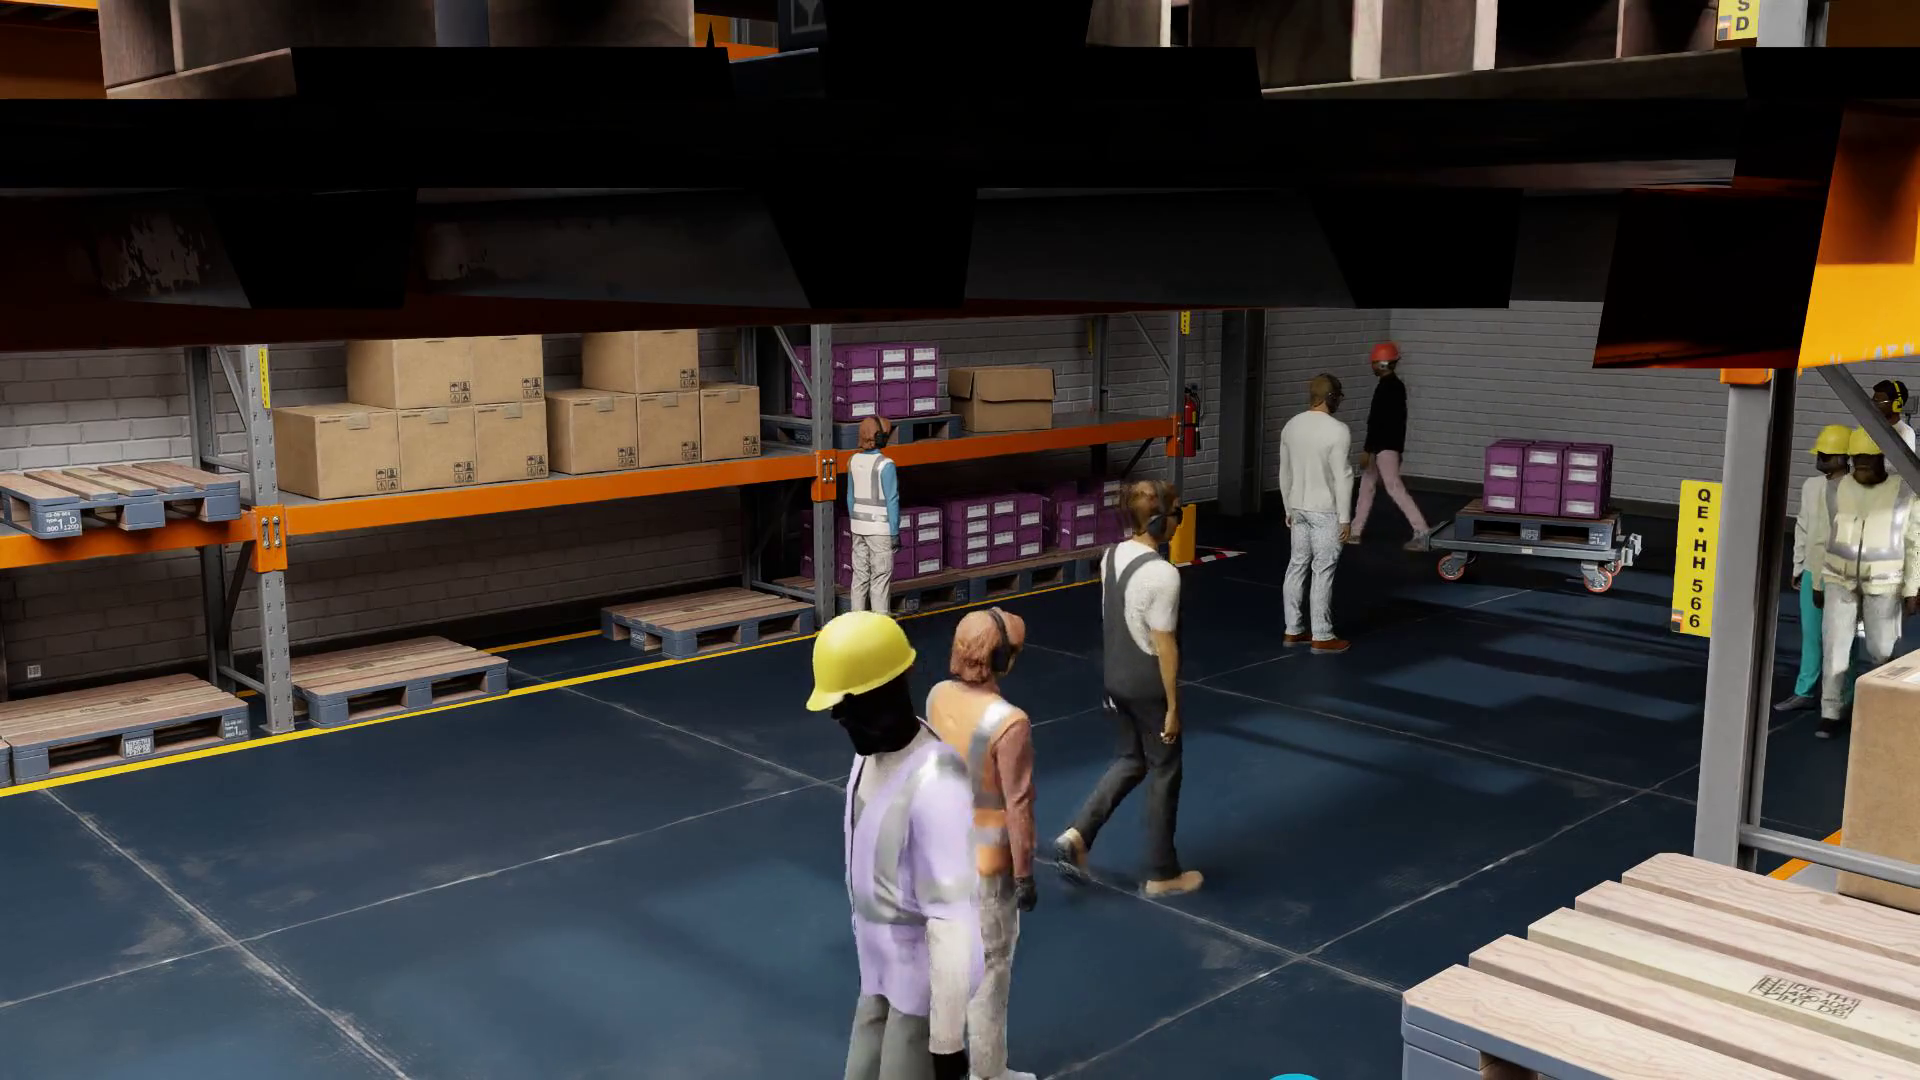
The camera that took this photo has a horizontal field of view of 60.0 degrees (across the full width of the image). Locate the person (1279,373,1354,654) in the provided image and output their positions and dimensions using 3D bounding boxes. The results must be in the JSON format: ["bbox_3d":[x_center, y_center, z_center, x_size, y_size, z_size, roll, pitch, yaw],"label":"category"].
[{"bbox_3d":[2.474,-0.185,11.526,0.354,1.936,0.635,-6,11,-31],"label":"person"}]

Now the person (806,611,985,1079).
[{"bbox_3d":[-0.097,1.094,4.213,0.575,1.879,0.615,-3,10,-18],"label":"person"}]

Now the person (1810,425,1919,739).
[{"bbox_3d":[5.202,0.217,9.549,0.600,1.808,0.715,8,12,38],"label":"person"}]

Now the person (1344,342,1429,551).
[{"bbox_3d":[4.008,-0.872,15.525,1.014,1.950,0.622,5,11,26],"label":"person"}]

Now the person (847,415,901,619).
[{"bbox_3d":[-0.593,-0.043,11.556,0.312,1.642,0.512,-8,13,-40],"label":"person"}]

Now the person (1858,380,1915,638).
[{"bbox_3d":[6.659,-0.221,11.977,0.318,1.862,0.518,2,10,13],"label":"person"}]

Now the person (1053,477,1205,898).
[{"bbox_3d":[0.734,0.641,7.013,0.614,1.828,0.537,-6,11,-30],"label":"person"}]

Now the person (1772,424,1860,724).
[{"bbox_3d":[5.112,0.201,9.776,0.329,1.765,0.526,-4,10,-21],"label":"person"}]

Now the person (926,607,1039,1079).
[{"bbox_3d":[0.020,1.029,5.343,0.416,1.629,0.531,-6,11,-31],"label":"person"}]
